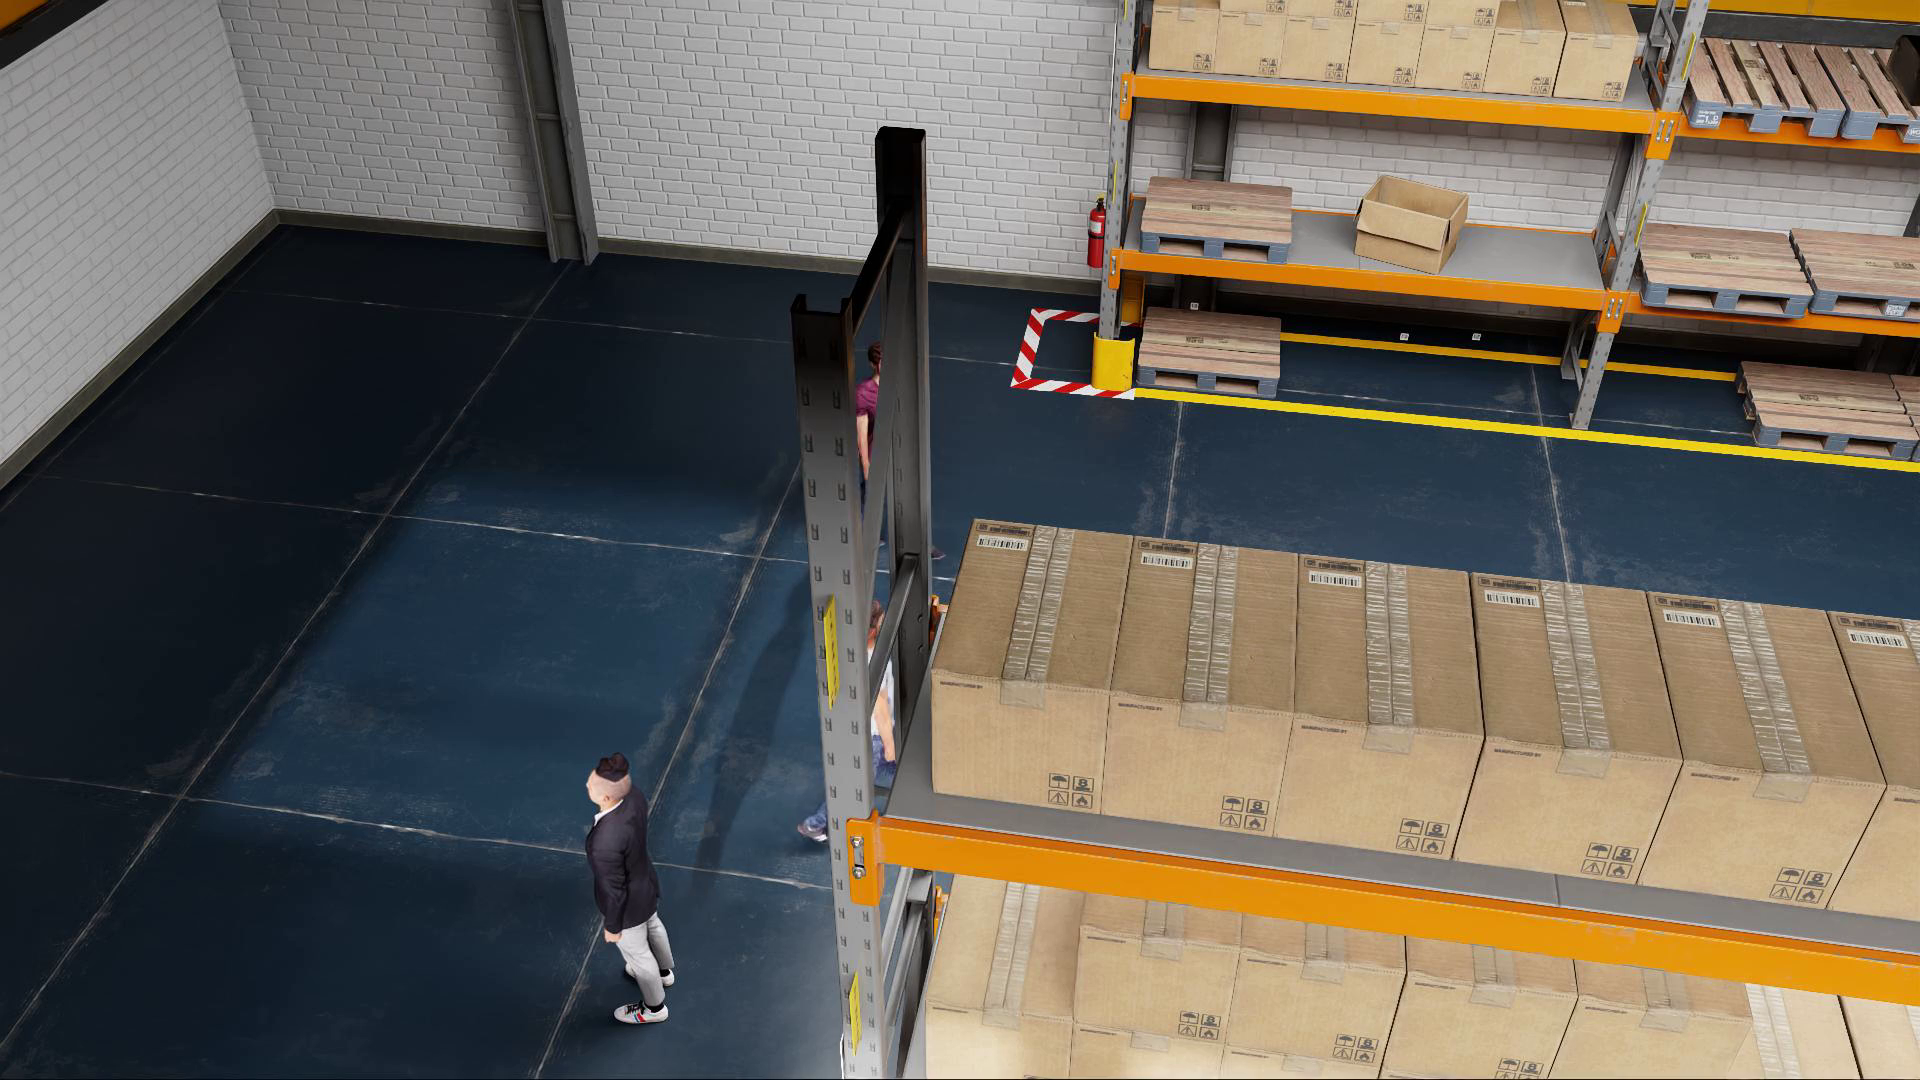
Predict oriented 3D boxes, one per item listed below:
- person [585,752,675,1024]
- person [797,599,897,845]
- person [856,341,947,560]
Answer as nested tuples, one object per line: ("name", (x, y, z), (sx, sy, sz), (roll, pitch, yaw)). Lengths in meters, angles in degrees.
("person", (-1.763, 1.846, 8.853), (0.606, 1.950, 0.729), (3, 39, 3))
("person", (-0.590, 1.125, 9.849), (1.250, 1.835, 0.973), (-10, 40, -12))
("person", (-0.615, -0.698, 12.145), (1.053, 1.817, 1.160), (-30, 47, -32))
